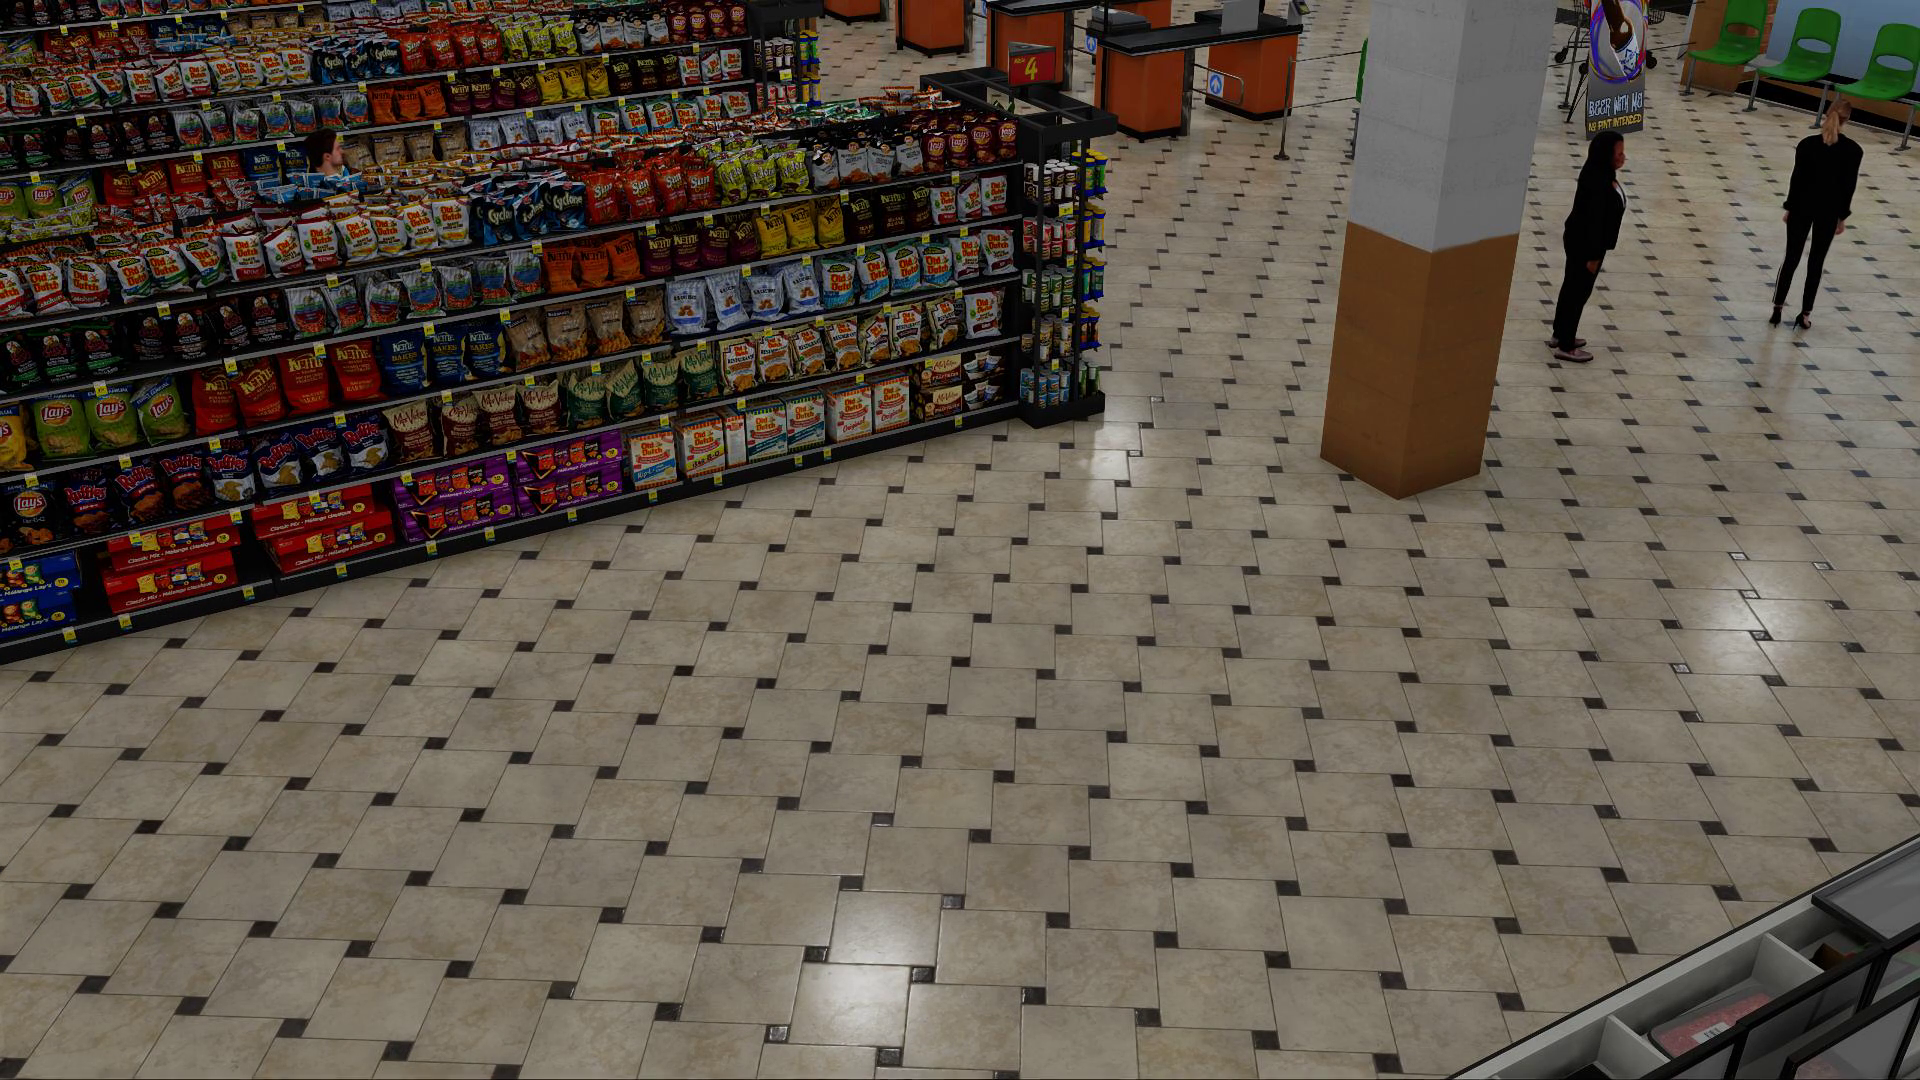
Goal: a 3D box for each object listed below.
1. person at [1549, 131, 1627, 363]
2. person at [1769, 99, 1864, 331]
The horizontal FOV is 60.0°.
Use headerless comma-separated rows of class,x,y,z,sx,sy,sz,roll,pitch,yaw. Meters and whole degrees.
person,4.406,-2.074,11.714,0.812,1.617,0.761,5,29,10
person,6.240,-2.364,12.151,0.693,1.707,0.685,19,34,30
